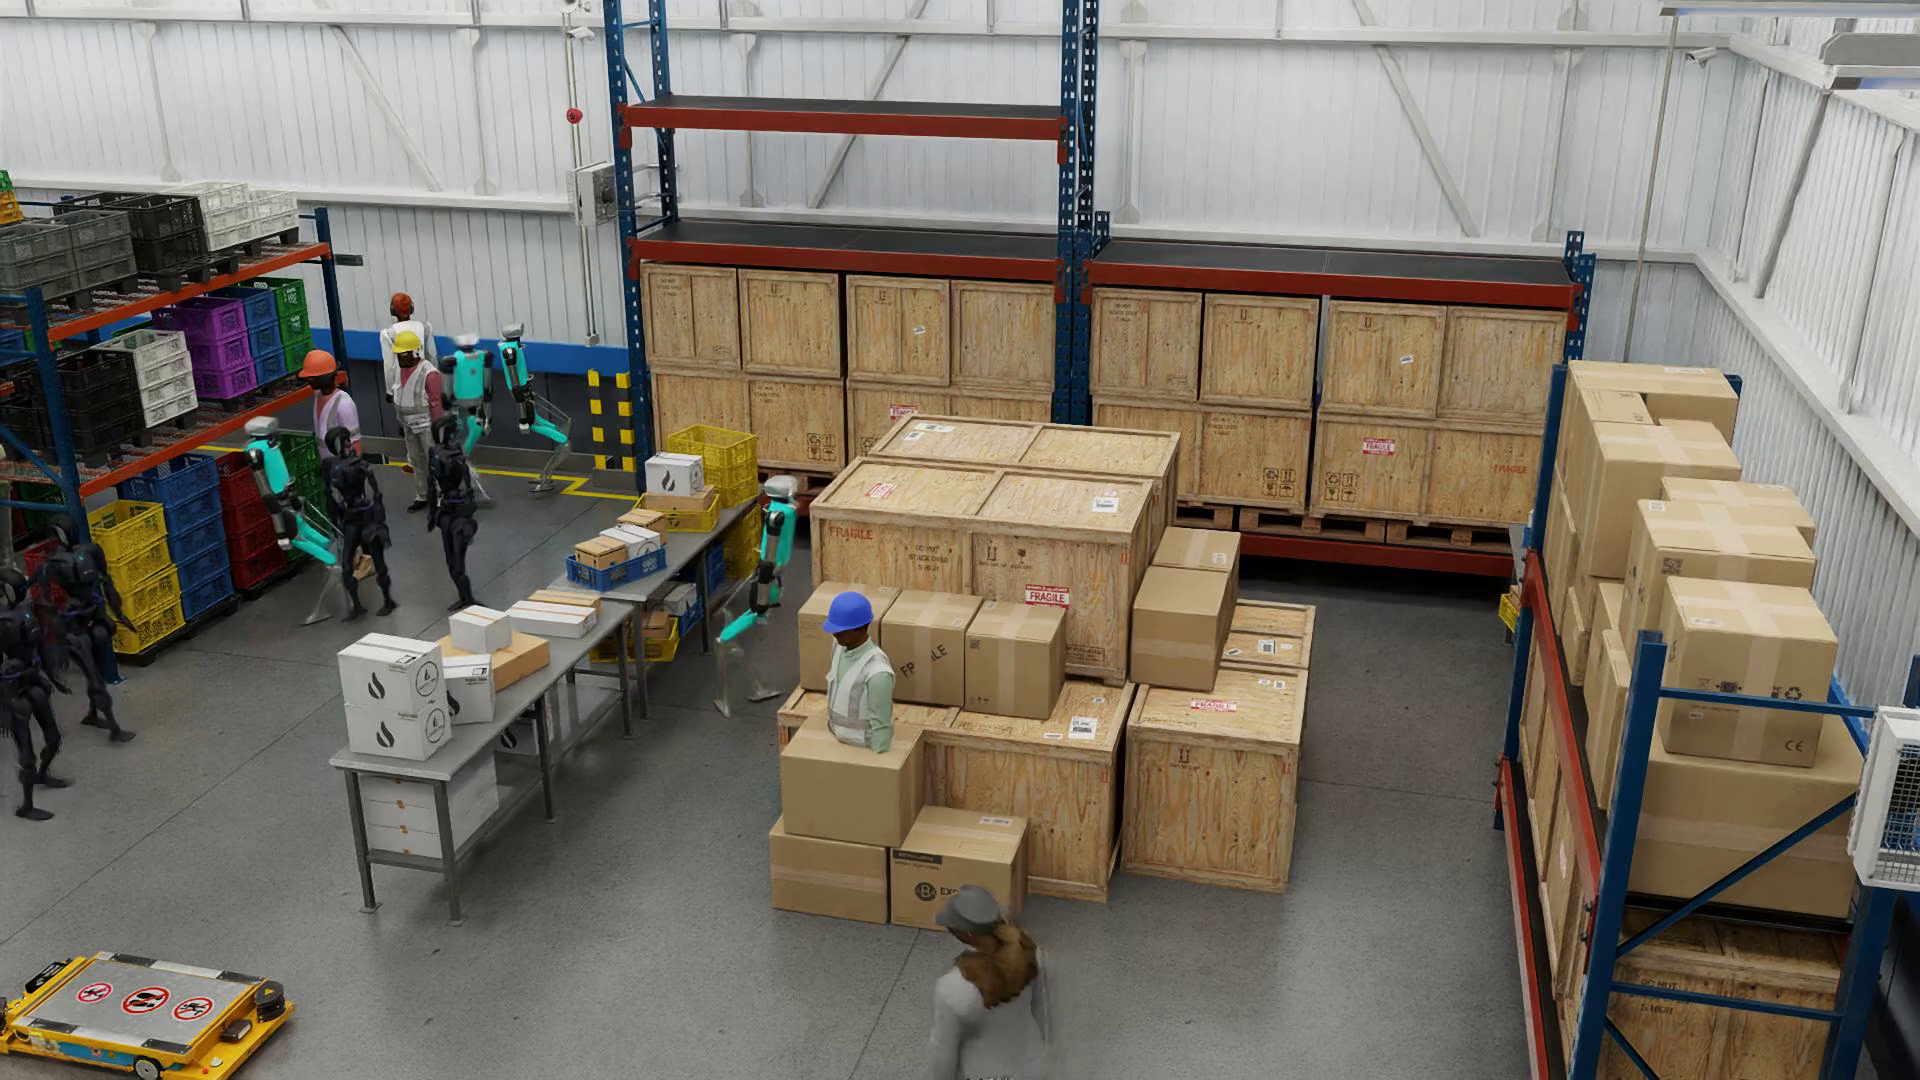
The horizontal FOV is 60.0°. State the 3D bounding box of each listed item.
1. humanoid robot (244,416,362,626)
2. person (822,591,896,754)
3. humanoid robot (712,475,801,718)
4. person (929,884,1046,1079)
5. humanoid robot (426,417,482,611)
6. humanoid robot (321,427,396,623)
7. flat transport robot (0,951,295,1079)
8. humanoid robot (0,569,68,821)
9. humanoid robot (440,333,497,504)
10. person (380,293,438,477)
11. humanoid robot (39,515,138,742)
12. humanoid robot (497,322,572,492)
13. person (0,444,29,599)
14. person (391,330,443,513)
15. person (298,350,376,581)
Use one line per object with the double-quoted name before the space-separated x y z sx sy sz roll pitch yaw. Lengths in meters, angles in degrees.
"humanoid robot" -5.172 -0.148 13.373 0.878 1.770 0.586 -2 21 -4
"person" -0.584 1.187 9.611 0.410 1.939 0.606 -11 23 -26
"humanoid robot" -1.566 0.390 11.968 0.870 1.768 0.596 3 21 8
"person" 0.138 2.255 7.084 0.529 1.739 0.580 17 27 38
"humanoid robot" -4.161 -0.198 13.574 0.590 1.651 0.381 16 26 36
"humanoid robot" -4.865 -0.129 13.432 0.608 1.638 0.548 8 22 20
"flat transport robot" -4.270 2.464 8.601 1.431 0.231 0.659 5 22 13
"humanoid robot" -6.000 0.939 10.611 0.396 1.632 0.613 1 21 3
"humanoid robot" -4.932 -1.189 16.142 1.009 1.751 0.558 15 26 34
"person" -5.570 -1.577 16.912 0.583 1.879 0.337 -19 28 -41
"humanoid robot" -5.992 0.598 11.529 0.676 1.639 0.598 8 22 19
"humanoid robot" -4.066 -1.302 16.213 0.735 1.673 0.533 -4 21 -10
"person" -8.138 -0.410 13.934 0.432 1.836 0.617 -2 21 -5
"person" -5.120 -1.101 15.756 0.589 1.824 0.405 13 24 30
"person" -5.326 -0.634 14.226 0.390 2.040 0.608 -19 28 -40
